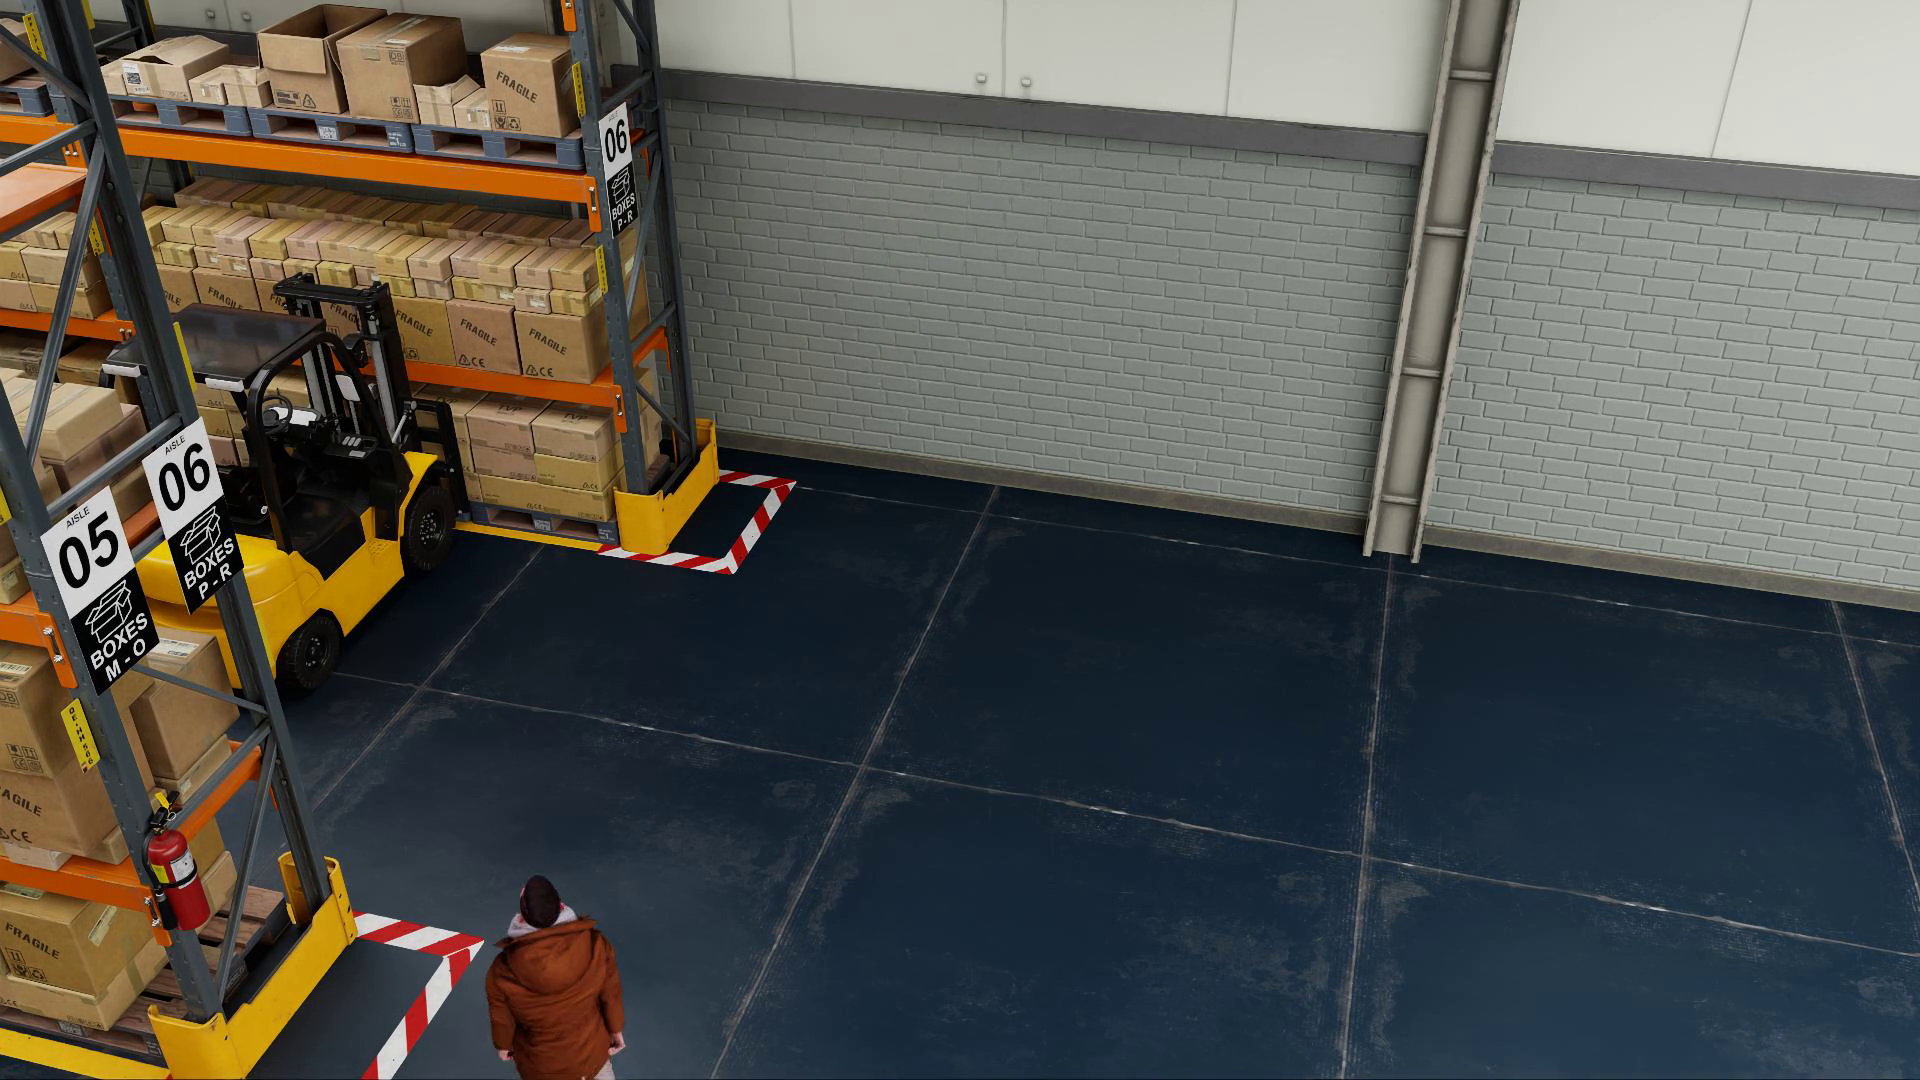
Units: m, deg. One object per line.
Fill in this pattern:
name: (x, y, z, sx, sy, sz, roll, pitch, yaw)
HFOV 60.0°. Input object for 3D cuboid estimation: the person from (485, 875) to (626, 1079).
person: (-1.681, 2.210, 7.166, 0.847, 1.825, 0.907, -17, 37, -24)
